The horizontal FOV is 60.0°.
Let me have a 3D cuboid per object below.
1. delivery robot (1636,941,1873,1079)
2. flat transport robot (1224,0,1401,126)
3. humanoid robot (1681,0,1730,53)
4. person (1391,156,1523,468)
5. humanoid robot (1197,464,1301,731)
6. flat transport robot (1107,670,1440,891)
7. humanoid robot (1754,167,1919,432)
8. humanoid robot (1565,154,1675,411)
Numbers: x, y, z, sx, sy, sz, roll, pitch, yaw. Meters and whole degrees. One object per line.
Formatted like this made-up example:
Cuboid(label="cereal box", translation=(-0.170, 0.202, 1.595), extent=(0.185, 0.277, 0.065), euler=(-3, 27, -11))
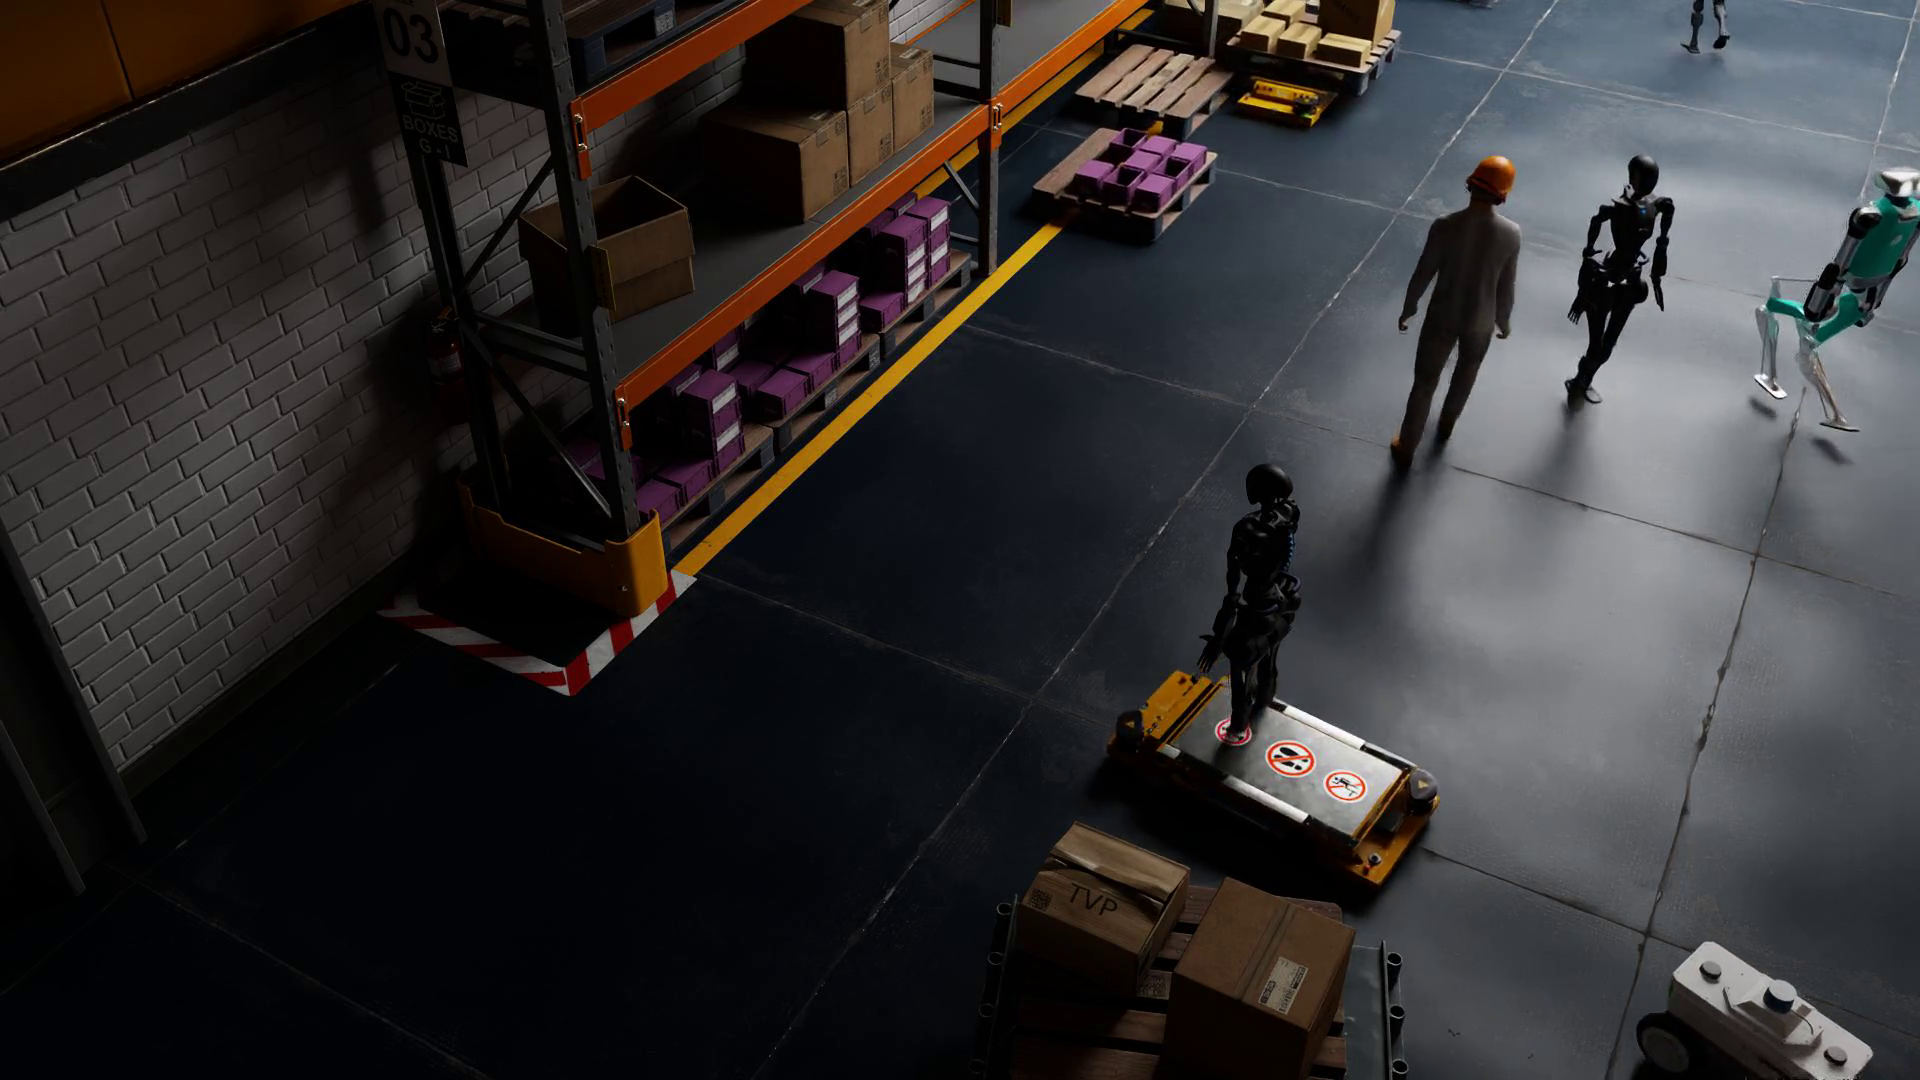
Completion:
Cuboid(label="delivery robot", translation=(3.143, 1.943, 6.545), extent=(0.499, 0.575, 0.766), euler=(-28, 46, -30))
Cuboid(label="flat transport robot", translation=(2.929, -3.915, 14.114), extent=(0.659, 0.231, 1.431), euler=(20, 43, 23))
Cuboid(label="humanoid robot", translation=(6.585, -5.012, 14.363), extent=(0.601, 1.647, 0.454), euler=(-3, 39, -4))
Cuboid(label="person", translation=(2.881, -1.327, 9.607), extent=(0.650, 1.847, 0.764), euler=(12, 40, 15))
Cuboid(label="humanoid robot", translation=(1.350, 0.350, 7.644), extent=(0.315, 1.657, 0.599), euler=(29, 47, 31))
Cuboid(label="flat transport robot", translation=(1.473, 1.080, 7.870), extent=(1.431, 0.231, 0.659), euler=(25, 45, 28))
Cuboid(label="humanoid robot", translation=(5.163, -1.481, 9.891), extent=(0.539, 1.729, 0.995), euler=(-12, 40, -14))
Cuboid(label="humanoid robot", translation=(3.972, -1.541, 10.019), extent=(0.589, 1.653, 0.365), euler=(-8, 39, -10))
